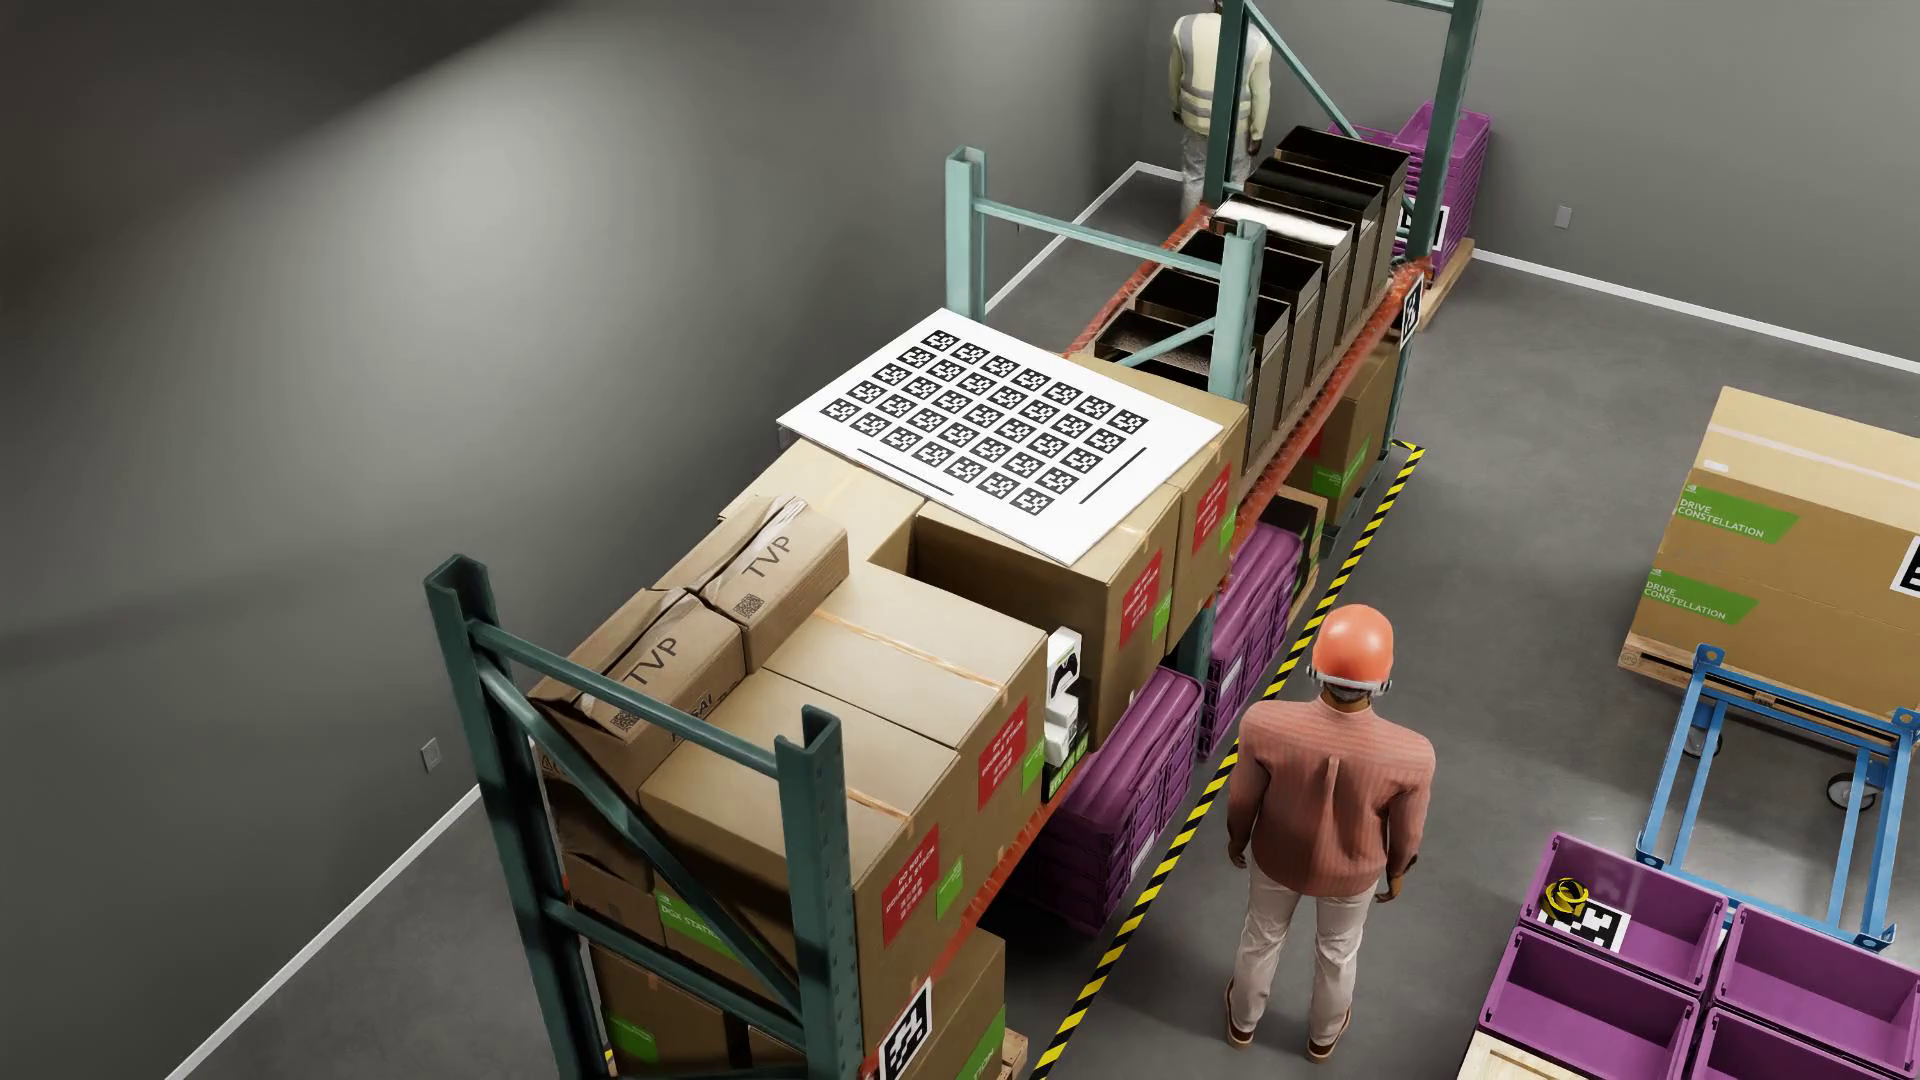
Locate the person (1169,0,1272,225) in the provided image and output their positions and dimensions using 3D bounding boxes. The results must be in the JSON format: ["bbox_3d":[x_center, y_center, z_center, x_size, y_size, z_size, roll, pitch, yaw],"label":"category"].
[{"bbox_3d":[1.483,-2.451,9.605,0.612,1.829,0.419,15,42,17],"label":"person"}]

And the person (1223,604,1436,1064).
[{"bbox_3d":[1.153,0.994,5.369,0.611,1.994,0.379,10,41,12],"label":"person"}]
